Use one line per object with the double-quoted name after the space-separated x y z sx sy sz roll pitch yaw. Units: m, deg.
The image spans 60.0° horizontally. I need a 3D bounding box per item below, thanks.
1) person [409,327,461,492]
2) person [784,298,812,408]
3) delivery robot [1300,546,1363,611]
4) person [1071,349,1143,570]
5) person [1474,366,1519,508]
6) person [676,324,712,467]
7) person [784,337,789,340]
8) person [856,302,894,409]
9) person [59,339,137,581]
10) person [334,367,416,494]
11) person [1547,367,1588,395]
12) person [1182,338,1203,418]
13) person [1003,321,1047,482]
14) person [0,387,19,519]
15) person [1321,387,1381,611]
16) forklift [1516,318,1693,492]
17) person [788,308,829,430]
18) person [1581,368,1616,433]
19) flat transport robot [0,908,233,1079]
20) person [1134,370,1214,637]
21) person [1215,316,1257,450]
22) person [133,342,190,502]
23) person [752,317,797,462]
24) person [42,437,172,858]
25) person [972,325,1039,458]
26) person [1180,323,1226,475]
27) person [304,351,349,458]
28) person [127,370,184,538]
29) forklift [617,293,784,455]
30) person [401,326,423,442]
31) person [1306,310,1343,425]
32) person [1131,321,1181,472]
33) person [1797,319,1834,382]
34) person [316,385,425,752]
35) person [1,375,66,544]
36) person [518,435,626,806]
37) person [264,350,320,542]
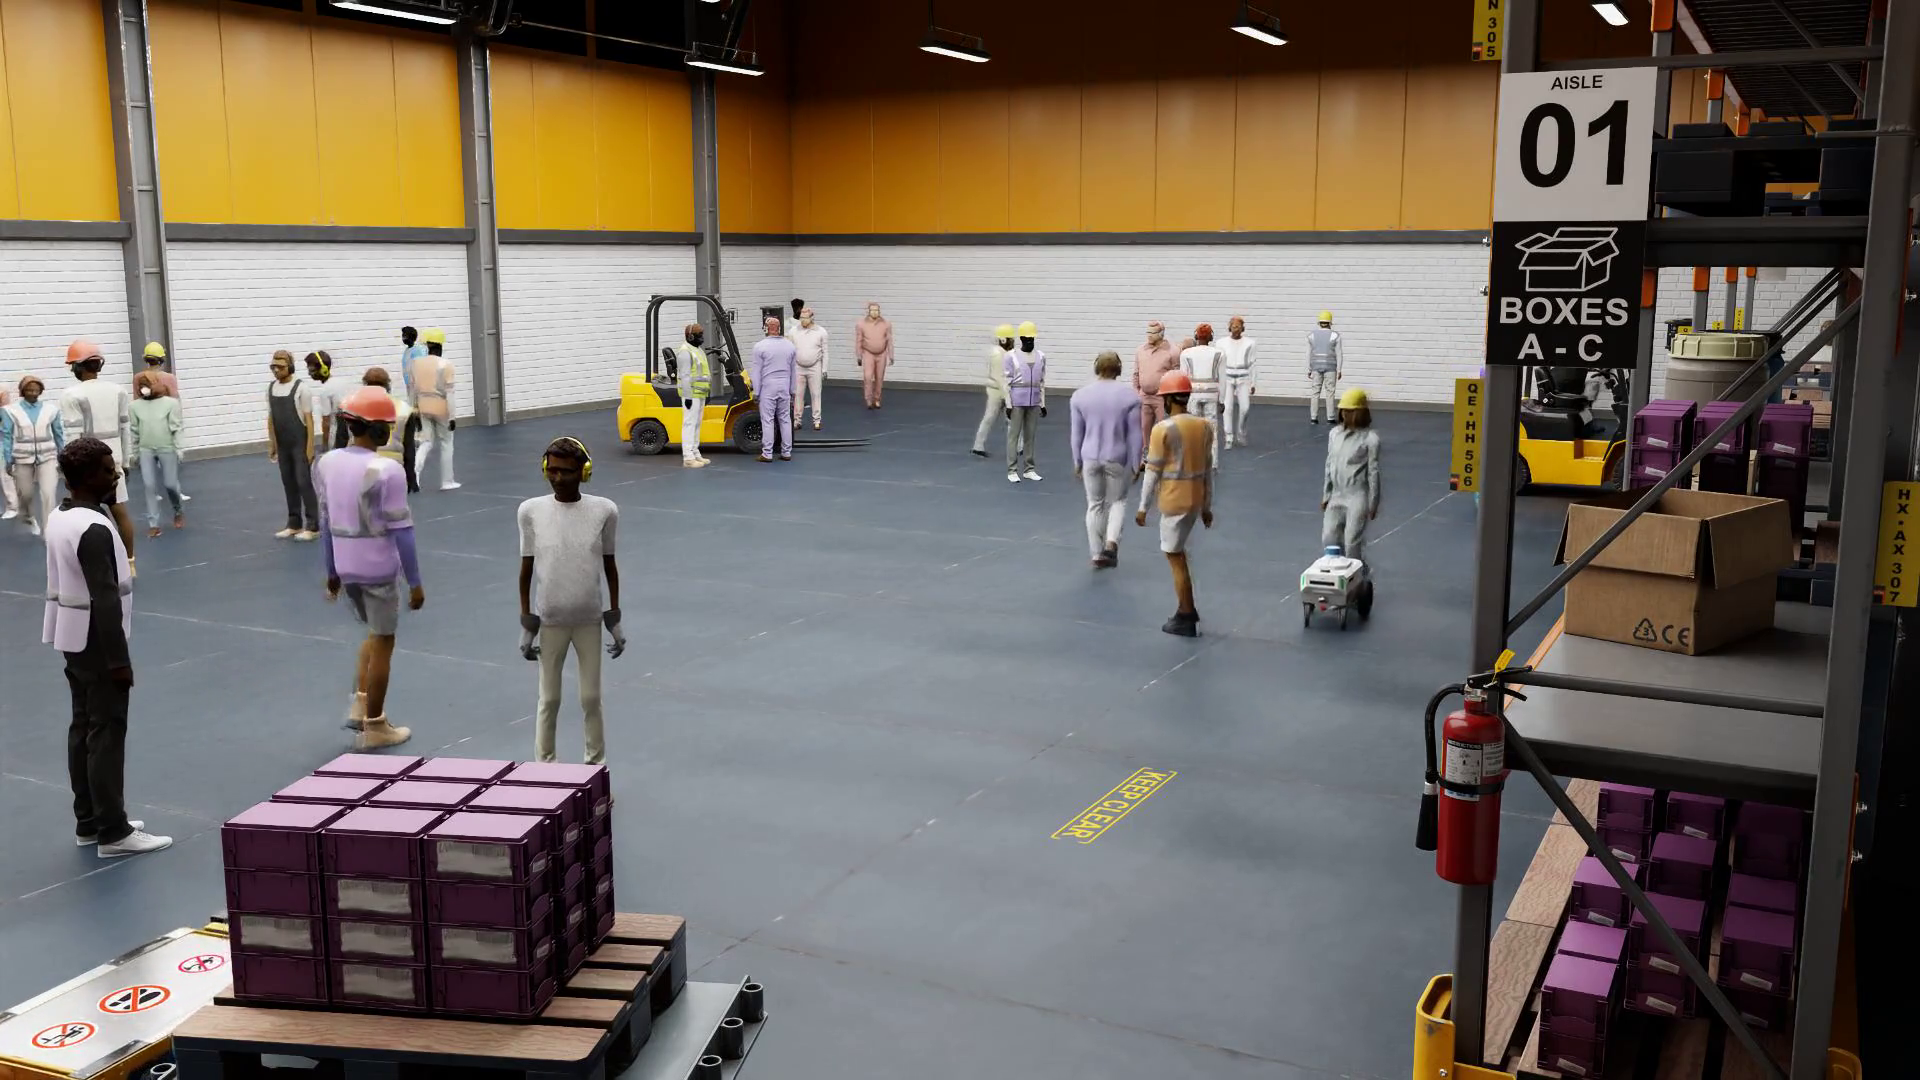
-6.048 -1.480 19.040 0.594 1.901 0.759 3 10 14 "person"
-2.881 -3.287 29.376 0.394 1.953 0.612 7 12 35 "person"
2.781 0.290 12.423 0.477 0.478 0.707 4 11 24 "delivery robot"
1.254 -0.676 14.319 0.635 1.925 0.488 2 10 12 "person"
5.711 -1.215 17.730 0.585 1.828 0.470 -2 10 -12 "person"
-3.413 -1.862 21.432 0.429 1.842 0.630 1 10 8 "person"
-2.870 -2.586 25.870 0.556 1.758 0.362 -8 13 -39 "person"
-1.466 -3.218 29.194 0.648 1.878 0.845 -2 10 -14 "person"
-7.148 -0.634 13.746 0.396 2.038 0.615 4 11 22 "person"
-4.840 -0.525 13.779 0.658 1.815 0.476 -4 11 -22 "person"
8.297 -2.221 22.931 0.682 2.000 0.537 -1 10 -6 "person"
3.077 -1.940 22.593 0.517 1.600 0.851 9 13 41 "person"
0.792 -1.662 20.022 0.586 1.928 0.380 -6 11 -29 "person"
-10.036 -1.016 17.212 0.522 1.637 0.321 2 10 10 "person"
3.050 -0.324 12.831 0.482 1.726 0.498 -7 12 -35 "person"
7.066 -1.601 18.899 2.313 2.155 1.214 5 11 27 "forklift"
-2.363 -2.644 25.792 0.643 1.902 0.400 1 10 4 "person"
9.229 -2.363 24.193 0.982 1.885 0.557 -7 12 -34 "person"
-2.774 1.635 5.730 0.652 0.197 1.431 4 10 20 "flat transport robot"
1.546 -0.258 11.957 0.541 1.913 0.517 -9 13 -43 "person"
3.852 -2.206 23.338 0.614 1.874 0.459 1 10 8 "person"
-8.824 -1.294 18.350 0.533 1.772 0.299 1 10 5 "person"
-2.461 -1.974 21.920 0.644 1.903 0.401 -8 12 -38 "person"
-3.949 0.489 7.595 0.392 1.920 0.588 -9 14 -44 "person"
0.576 -1.962 22.152 0.916 1.787 0.616 2 10 13 "person"
2.995 -1.732 20.556 0.577 1.882 0.349 1 10 8 "person"
-5.873 -0.908 15.950 0.639 1.828 0.588 0 10 2 "person"
-7.835 -0.852 16.249 0.522 1.614 0.579 -1 10 -8 "person"
-3.588 -2.317 23.042 2.313 2.155 1.214 -1 10 -5 "forklift"
-7.958 -2.273 24.254 0.321 1.690 0.536 -7 12 -34 "person"
5.824 -2.745 26.556 0.590 1.837 0.404 5 11 28 "person"
2.430 -1.775 20.744 0.652 1.904 0.403 6 12 32 "person"
10.640 -1.744 20.477 0.627 1.936 0.376 5 11 25 "person"
-3.226 0.159 9.200 0.631 2.022 0.460 6 11 31 "person"
-8.775 -0.767 15.762 0.535 1.611 0.728 -7 12 -34 "person"
-1.915 0.416 8.199 0.518 1.859 0.330 -3 10 -17 "person"
-6.387 -0.898 15.888 0.522 1.833 0.371 4 10 20 "person"
